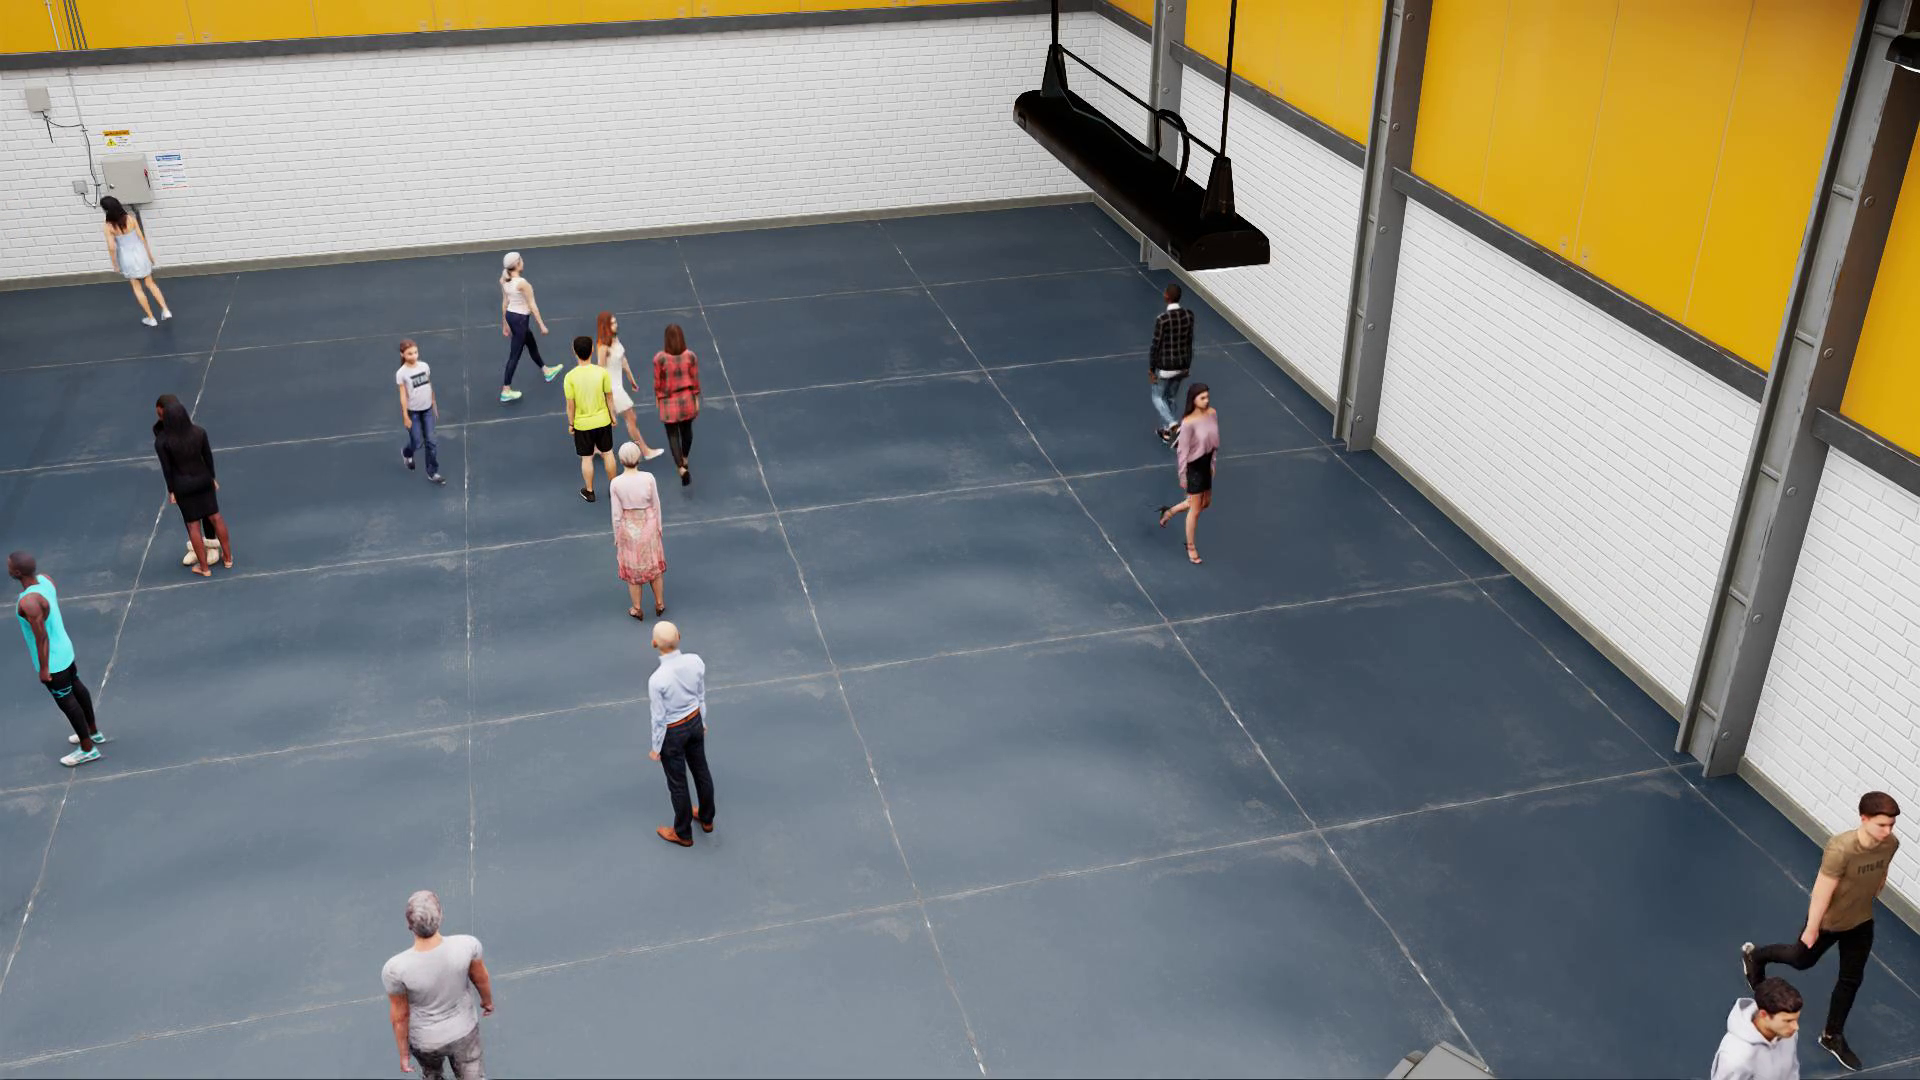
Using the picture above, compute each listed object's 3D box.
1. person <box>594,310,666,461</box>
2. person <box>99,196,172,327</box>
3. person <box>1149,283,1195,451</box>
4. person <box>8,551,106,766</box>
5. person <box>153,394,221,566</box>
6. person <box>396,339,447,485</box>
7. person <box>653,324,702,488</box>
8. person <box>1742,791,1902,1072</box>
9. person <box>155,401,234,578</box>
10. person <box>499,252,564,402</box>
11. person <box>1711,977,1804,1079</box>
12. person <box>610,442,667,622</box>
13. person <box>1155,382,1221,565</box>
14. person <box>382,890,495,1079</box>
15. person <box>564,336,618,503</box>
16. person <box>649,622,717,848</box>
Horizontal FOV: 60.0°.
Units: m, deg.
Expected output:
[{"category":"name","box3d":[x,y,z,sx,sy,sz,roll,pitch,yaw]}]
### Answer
[{"category":"person","box3d":[-3.696,-1.572,17.252,0.926,1.660,1.119,2,29,4]},{"category":"person","box3d":[-10.233,-3.450,20.655,0.803,1.698,0.848,-16,32,-27]},{"category":"person","box3d":[2.257,-1.783,17.490,0.742,1.801,0.993,-11,30,-19]},{"category":"person","box3d":[-6.864,0.872,12.613,0.681,1.810,0.481,-5,29,-9]},{"category":"person","box3d":[-7.195,-0.604,15.475,0.681,1.662,0.612,-7,29,-13]},{"category":"person","box3d":[-5.545,-1.338,16.936,0.903,1.551,0.779,23,36,36]},{"category":"person","box3d":[-2.846,-1.351,16.825,0.677,1.681,1.060,-10,30,-18]},{"category":"person","box3d":[5.266,2.241,10.090,0.681,1.824,1.173,-8,30,-14]},{"category":"person","box3d":[-7.006,-0.487,15.200,0.687,1.719,0.681,-25,38,-38]},{"category":"person","box3d":[-5.023,-2.357,18.698,1.174,1.652,1.118,22,35,34]},{"category":"person","box3d":[3.964,2.968,8.701,1.043,1.878,1.300,-23,36,-36]},{"category":"person","box3d":[-2.795,-0.073,14.471,0.608,1.692,0.588,-11,30,-19]},{"category":"person","box3d":[2.125,-0.647,15.412,0.838,1.796,0.964,-23,36,-35]},{"category":"person","box3d":[-2.802,2.779,9.156,0.862,1.773,1.245,-13,31,-23]},{"category":"person","box3d":[-3.662,-1.207,16.532,0.641,1.707,0.537,-10,30,-18]},{"category":"person","box3d":[-1.975,1.365,11.733,0.752,1.788,0.732,23,36,36]}]
